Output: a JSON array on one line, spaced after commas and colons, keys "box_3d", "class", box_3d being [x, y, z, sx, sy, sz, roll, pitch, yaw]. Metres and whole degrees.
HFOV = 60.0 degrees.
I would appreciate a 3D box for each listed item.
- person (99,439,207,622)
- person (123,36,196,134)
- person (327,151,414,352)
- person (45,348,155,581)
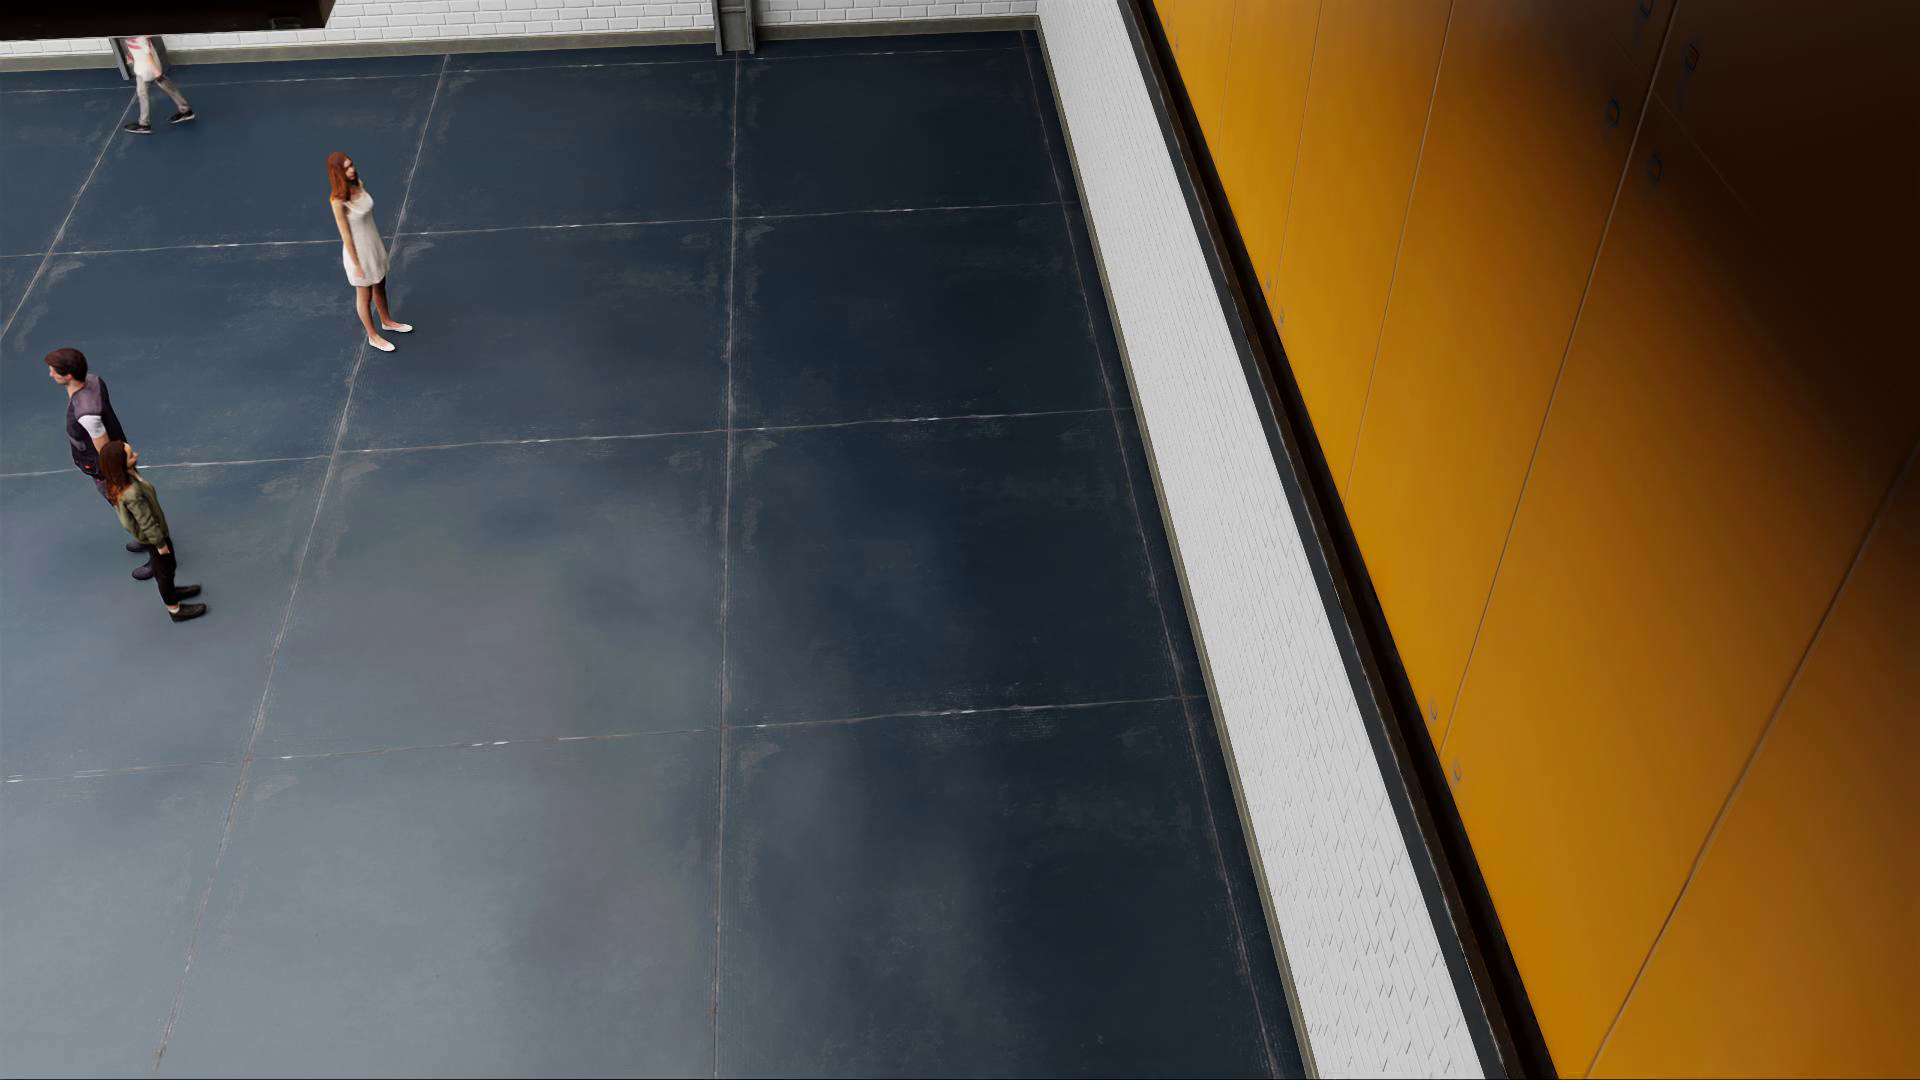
[{"box_3d": [-5.368, -0.076, 10.994, 0.658, 1.475, 0.649, -25, 49, -24], "class": "person"}, {"box_3d": [-7.646, -4.570, 15.759, 0.923, 1.410, 0.689, -15, 46, -15], "class": "person"}, {"box_3d": [-4.724, -2.303, 13.160, 0.644, 1.711, 0.633, 13, 45, 13], "class": "person"}, {"box_3d": [-5.713, -0.536, 11.205, 0.693, 1.849, 0.721, -18, 47, -18], "class": "person"}]
